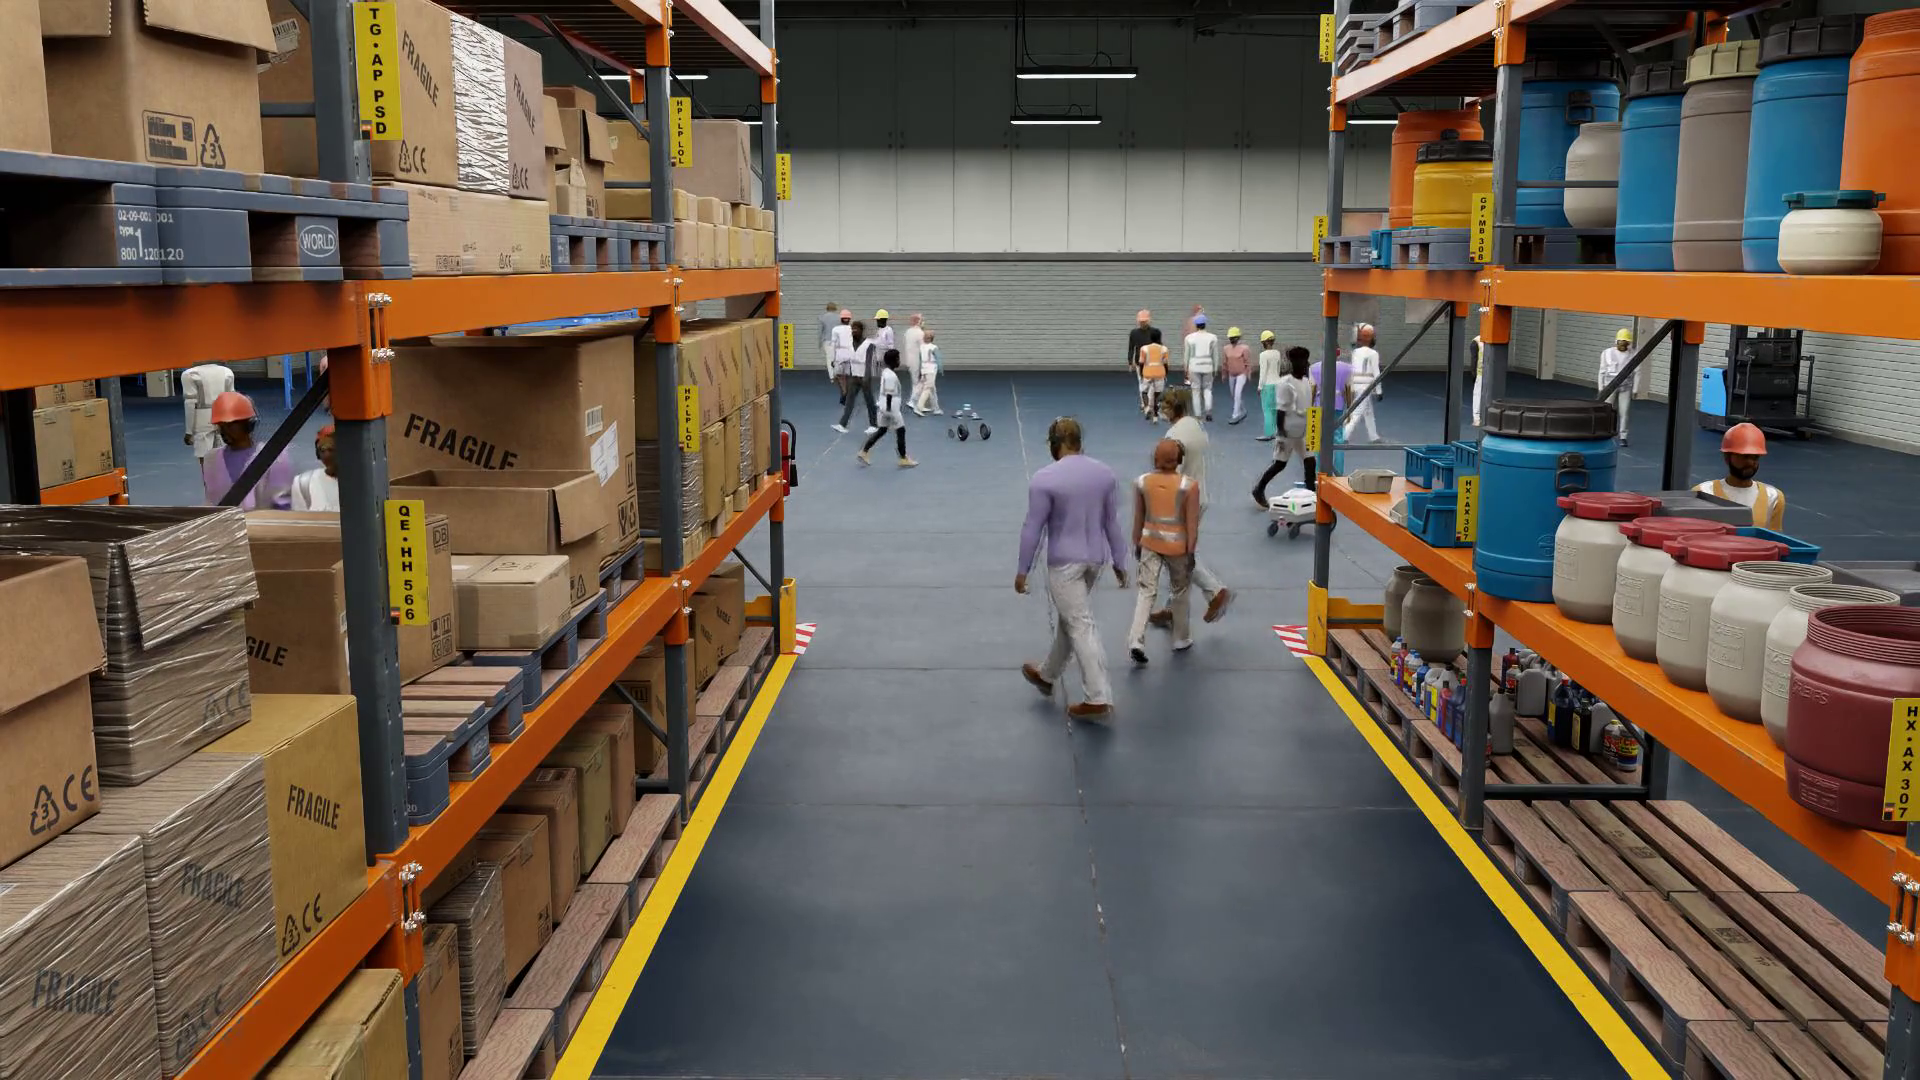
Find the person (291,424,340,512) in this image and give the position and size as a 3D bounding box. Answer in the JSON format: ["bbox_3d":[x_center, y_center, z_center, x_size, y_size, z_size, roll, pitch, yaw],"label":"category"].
[{"bbox_3d":[-3.854,0.217,10.292,0.590,1.863,0.678,0,9,2],"label":"person"}]

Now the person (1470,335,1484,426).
[{"bbox_3d":[9.239,-2.918,29.160,0.629,1.838,0.429,-2,10,-14],"label":"person"}]

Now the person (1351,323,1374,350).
[{"bbox_3d":[10.183,-5.088,42.051,0.763,1.874,0.397,-7,12,-35],"label":"person"}]

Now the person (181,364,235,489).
[{"bbox_3d":[-8.464,-1.286,18.745,0.392,2.040,0.611,7,12,35],"label":"person"}]

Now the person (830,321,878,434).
[{"bbox_3d":[-1.722,-2.692,27.683,0.596,1.874,0.971,8,12,39],"label":"person"}]

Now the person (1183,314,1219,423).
[{"bbox_3d":[4.285,-3.049,29.635,0.620,1.927,0.450,-1,10,-5],"label":"person"}]

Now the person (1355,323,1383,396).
[{"bbox_3d":[8.732,-3.986,35.548,0.716,1.826,0.545,-5,11,-29],"label":"person"}]

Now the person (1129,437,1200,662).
[{"bbox_3d":[1.460,0.061,11.986,0.521,1.603,0.843,5,11,27],"label":"person"}]

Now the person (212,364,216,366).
[{"bbox_3d":[-13.434,-3.014,29.644,0.313,1.865,0.515,1,10,8],"label":"person"}]

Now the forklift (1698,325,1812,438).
[{"bbox_3d":[13.248,-3.165,27.620,1.129,2.768,1.873,0,9,1],"label":"forklift"}]

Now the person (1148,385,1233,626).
[{"bbox_3d":[1.794,-0.259,12.987,0.600,1.912,0.647,3,10,19],"label":"person"}]

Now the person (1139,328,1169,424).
[{"bbox_3d":[3.437,-2.904,29.502,0.533,1.690,0.387,0,9,1],"label":"person"}]

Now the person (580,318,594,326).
[{"bbox_3d":[-6.134,-2.768,27.948,0.549,1.929,0.628,-8,13,-41],"label":"person"}]

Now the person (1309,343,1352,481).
[{"bbox_3d":[4.819,-1.678,21.688,0.570,1.841,0.372,0,9,3],"label":"person"}]

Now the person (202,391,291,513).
[{"bbox_3d":[-4.645,0.028,10.929,0.628,2.024,0.526,2,10,10],"label":"person"}]

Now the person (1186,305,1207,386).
[{"bbox_3d":[5.567,-4.527,38.689,0.635,1.899,0.666,-2,10,-13],"label":"person"}]

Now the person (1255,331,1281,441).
[{"bbox_3d":[4.946,-2.481,26.759,0.334,1.757,0.533,9,13,43],"label":"person"}]

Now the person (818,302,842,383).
[{"bbox_3d":[-3.084,-4.741,39.868,0.655,1.893,0.975,-1,10,-6],"label":"person"}]

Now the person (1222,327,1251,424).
[{"bbox_3d":[4.976,-2.954,29.708,0.543,1.721,0.812,7,12,38],"label":"person"}]

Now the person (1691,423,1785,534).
[{"bbox_3d":[4.456,0.290,9.608,0.545,1.942,0.353,0,9,3],"label":"person"}]

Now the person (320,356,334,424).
[{"bbox_3d":[-8.321,-1.863,22.610,0.652,1.906,0.403,-1,10,-6],"label":"person"}]

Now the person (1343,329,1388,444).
[{"bbox_3d":[6.210,-2.328,25.632,0.991,1.838,0.596,-4,10,-20],"label":"person"}]

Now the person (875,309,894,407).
[{"bbox_3d":[-1.510,-3.578,32.811,0.369,1.928,0.586,-5,11,-25],"label":"person"}]

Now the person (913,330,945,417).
[{"bbox_3d":[-0.587,-3.094,30.923,0.827,1.605,0.511,-7,12,-36],"label":"person"}]

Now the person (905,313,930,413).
[{"bbox_3d":[-0.784,-3.366,31.656,0.445,1.894,0.668,-5,11,-27],"label":"person"}]

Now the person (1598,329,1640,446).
[{"bbox_3d":[10.267,-2.379,25.942,0.597,1.826,0.403,3,10,19],"label":"person"}]

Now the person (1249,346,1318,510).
[{"bbox_3d":[3.782,-1.265,18.993,0.609,1.926,0.993,-8,12,-39],"label":"person"}]

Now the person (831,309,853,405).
[{"bbox_3d":[-2.298,-3.646,33.228,0.575,1.924,0.415,-2,10,-12],"label":"person"}]

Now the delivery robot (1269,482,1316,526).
[{"bbox_3d":[3.576,-0.366,17.529,0.477,0.478,0.707,9,13,44],"label":"delivery robot"}]

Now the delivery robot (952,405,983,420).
[{"bbox_3d":[0.121,-2.090,27.077,0.335,0.223,0.698,-5,11,-27],"label":"delivery robot"}]

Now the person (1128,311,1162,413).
[{"bbox_3d":[3.503,-3.360,31.490,0.643,1.935,1.056,3,10,16],"label":"person"}]

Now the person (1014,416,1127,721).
[{"bbox_3d":[0.682,0.156,10.598,0.694,1.868,1.045,-7,12,-37],"label":"person"}]

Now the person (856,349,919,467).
[{"bbox_3d":[-1.041,-1.849,23.257,0.833,1.662,0.535,-2,10,-11],"label":"person"}]
